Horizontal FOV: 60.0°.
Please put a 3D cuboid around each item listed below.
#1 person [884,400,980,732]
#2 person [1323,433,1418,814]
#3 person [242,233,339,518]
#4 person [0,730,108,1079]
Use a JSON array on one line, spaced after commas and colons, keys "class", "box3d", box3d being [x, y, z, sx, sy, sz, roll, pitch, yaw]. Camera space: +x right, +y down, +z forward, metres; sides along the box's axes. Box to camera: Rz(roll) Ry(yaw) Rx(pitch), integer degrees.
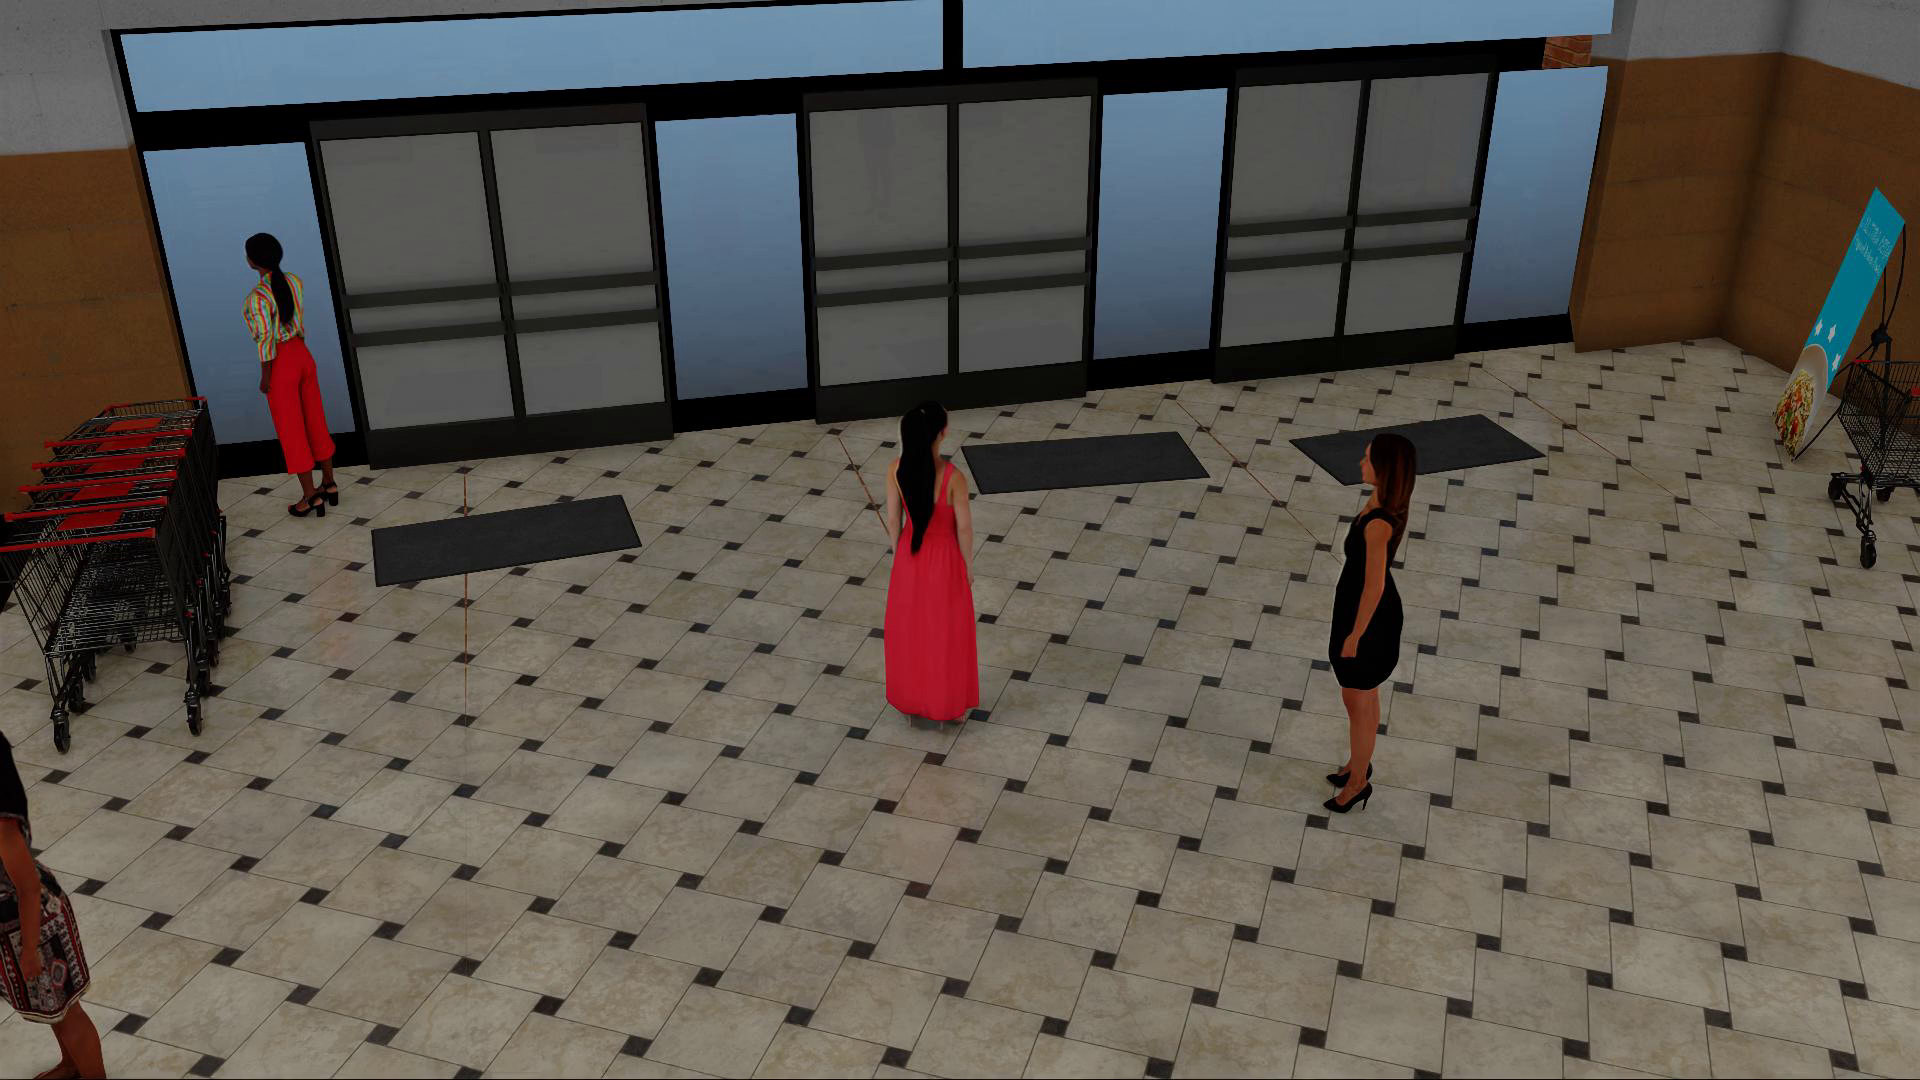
[{"class": "person", "box3d": [-0.143, 0.139, 7.922, 0.713, 1.727, 0.747, 10, 28, 18]}, {"class": "person", "box3d": [1.791, 0.385, 7.319, 0.723, 1.835, 0.626, 8, 28, 16]}, {"class": "person", "box3d": [-4.066, -0.994, 10.085, 0.743, 1.792, 0.640, 8, 28, 15]}, {"class": "person", "box3d": [-3.215, 1.304, 5.716, 0.784, 1.645, 0.640, -22, 34, -37]}]
